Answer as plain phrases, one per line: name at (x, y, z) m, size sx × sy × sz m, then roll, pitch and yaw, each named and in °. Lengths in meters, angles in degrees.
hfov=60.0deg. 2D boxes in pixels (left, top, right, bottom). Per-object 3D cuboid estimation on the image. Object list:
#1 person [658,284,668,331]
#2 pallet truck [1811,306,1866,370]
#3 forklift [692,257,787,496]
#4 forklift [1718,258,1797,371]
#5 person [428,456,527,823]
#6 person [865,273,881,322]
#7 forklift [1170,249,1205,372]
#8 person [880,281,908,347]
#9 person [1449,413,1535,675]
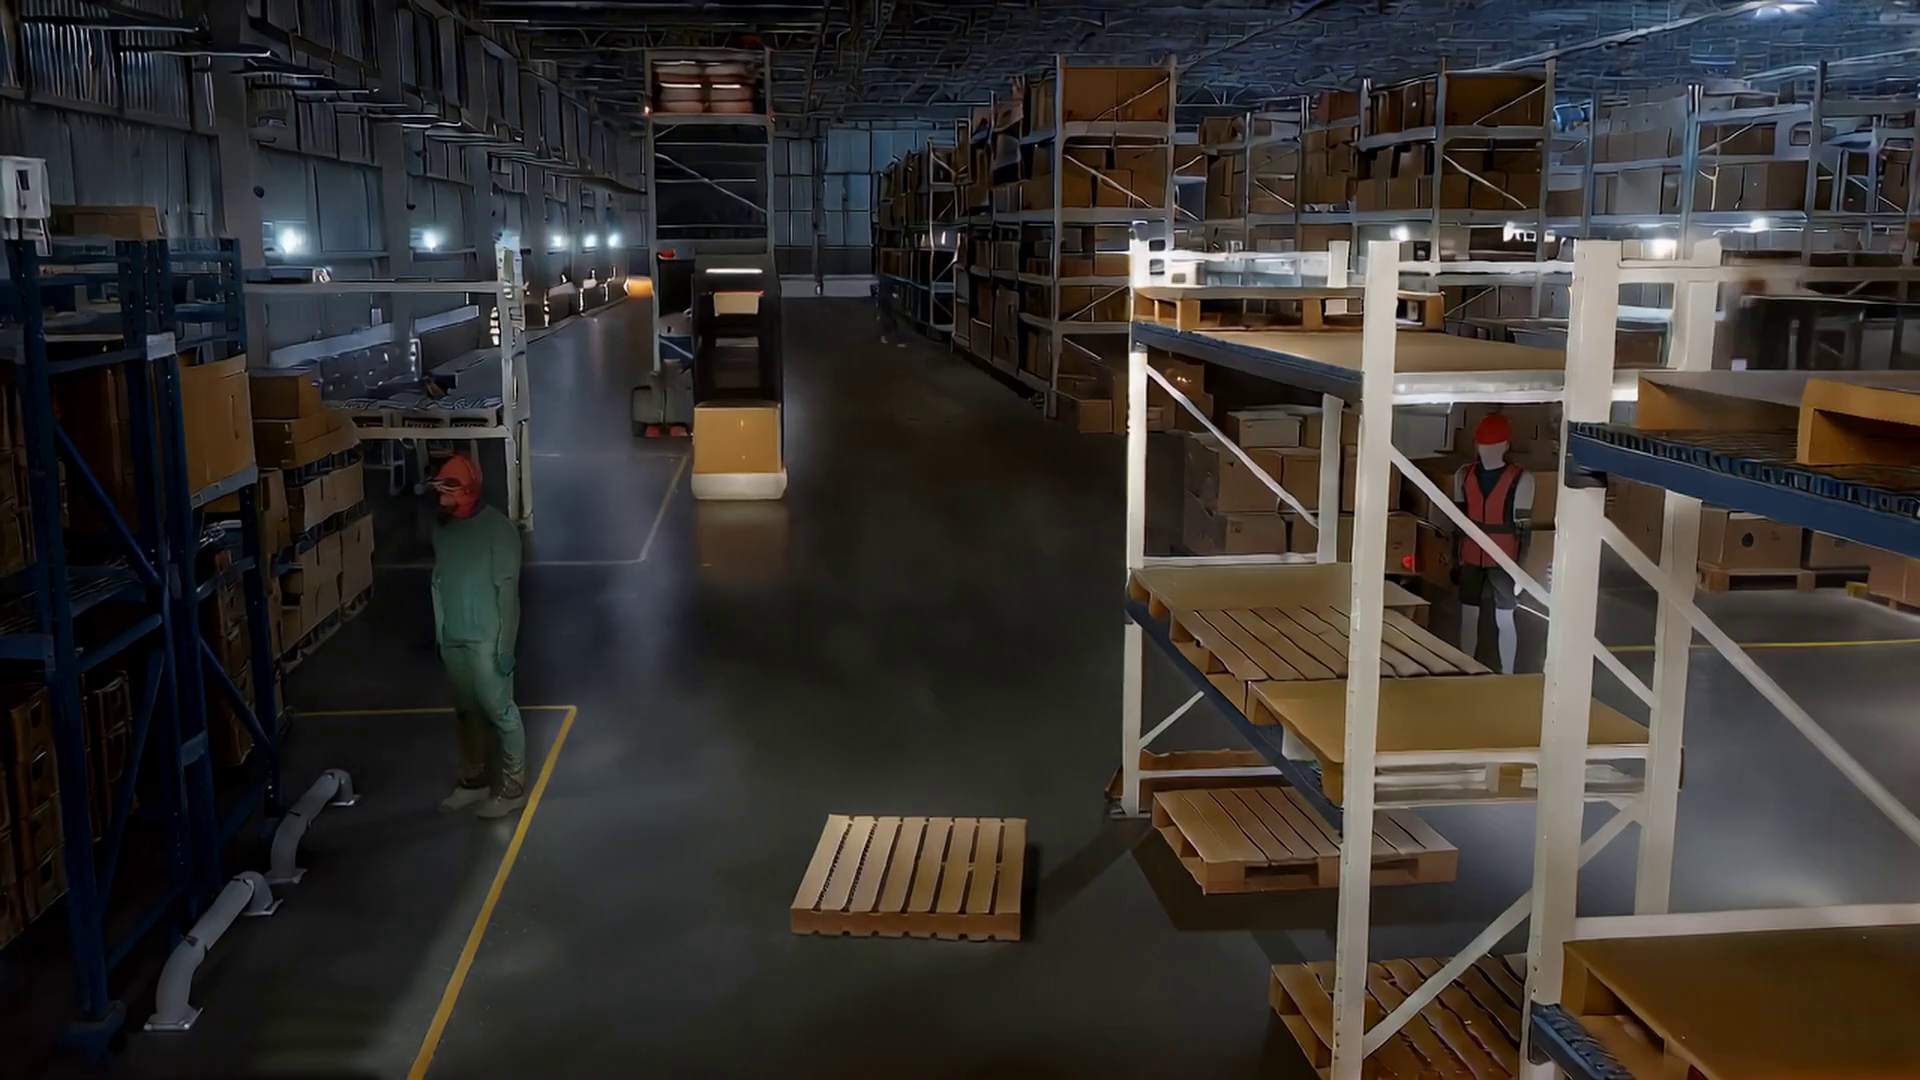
person at (-9.719, -7.899, 55.190) m, size 0.632 × 1.974 × 0.506 m, roll -1°, pitch 10°, yaw -6°
pallet truck at (15.846, -3.142, 28.793) m, size 1.885 × 1.965 × 0.823 m, roll 2°, pitch 10°, yaw 12°
forklift at (-2.694, -2.025, 20.154) m, size 1.129 × 2.768 × 1.873 m, roll -1°, pitch 10°, yaw -6°
forklift at (8.995, -1.813, 18.978) m, size 1.873 × 2.768 × 1.129 m, roll -1°, pitch 10°, yaw -7°
person at (-2.536, 0.512, 8.739) m, size 0.630 × 1.932 × 0.367 m, roll 7°, pitch 12°, yaw 33°
person at (-3.207, -8.998, 61.728) m, size 0.595 × 1.848 × 0.609 m, roll -2°, pitch 10°, yaw -9°
forklift at (4.972, -5.319, 38.408) m, size 1.129 × 2.768 × 1.873 m, roll -1°, pitch 10°, yaw -6°
person at (-1.864, -6.427, 47.315) m, size 0.698 × 1.879 × 0.644 m, roll -1°, pitch 10°, yaw -5°
person at (3.451, 0.128, 10.883) m, size 0.542 × 1.928 × 0.399 m, roll 8°, pitch 13°, yaw 38°
